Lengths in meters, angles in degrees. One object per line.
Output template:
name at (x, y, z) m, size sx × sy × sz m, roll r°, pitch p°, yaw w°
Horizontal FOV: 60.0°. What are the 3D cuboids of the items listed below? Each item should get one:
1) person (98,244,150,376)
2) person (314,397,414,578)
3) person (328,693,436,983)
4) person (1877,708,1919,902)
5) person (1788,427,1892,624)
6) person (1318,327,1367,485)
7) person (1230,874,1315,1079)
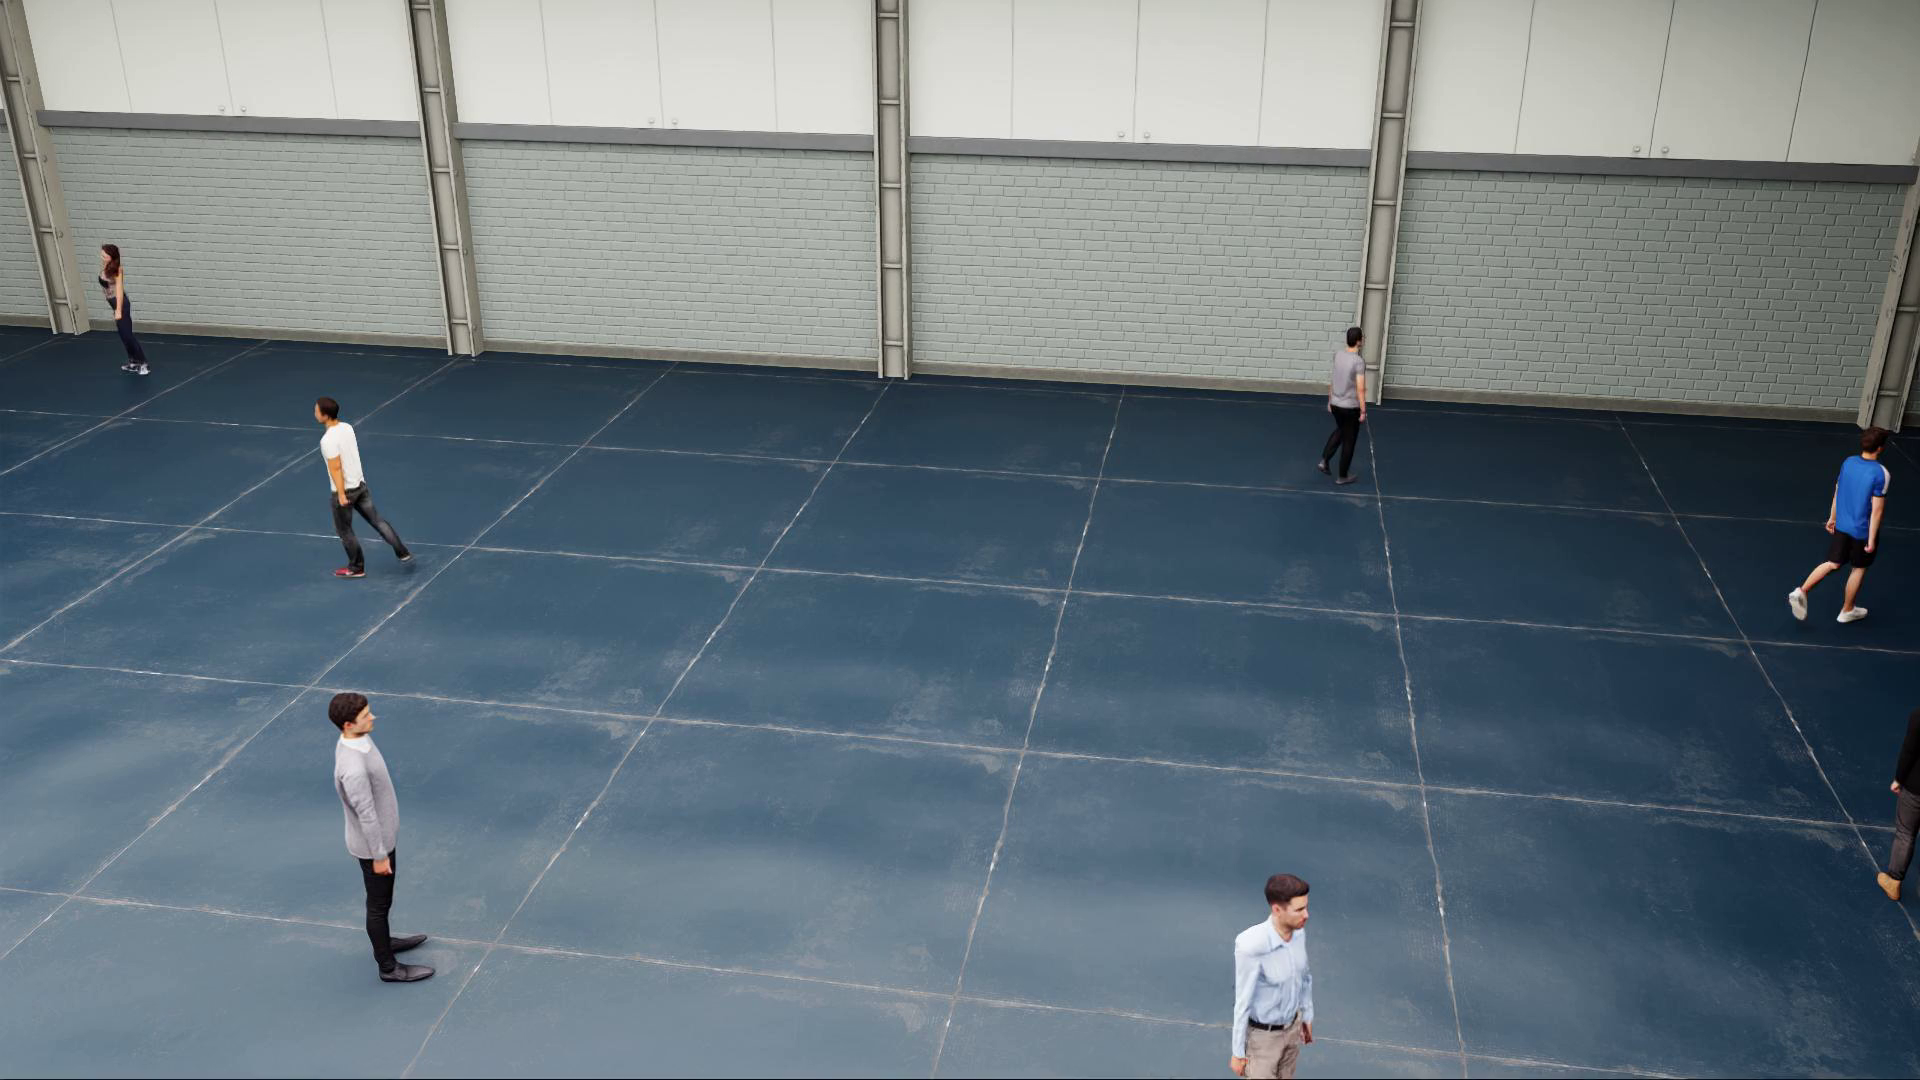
person at (-10.892, -3.016, 21.574) m, size 0.876 × 1.742 × 0.807 m, roll -9°, pitch 25°, yaw -20°
person at (-5.651, -0.478, 15.570) m, size 0.896 × 1.770 × 0.726 m, roll 5°, pitch 24°, yaw 12°
person at (-3.565, 1.780, 10.065) m, size 0.836 × 1.923 × 0.838 m, roll -9°, pitch 24°, yaw -19°
person at (6.341, 1.576, 10.802) m, size 0.536 × 1.722 × 0.742 m, roll 8°, pitch 24°, yaw 19°
person at (7.779, -0.099, 14.582) m, size 1.203 × 1.846 × 1.026 m, roll -9°, pitch 25°, yaw -20°
person at (4.085, -1.428, 17.843) m, size 0.863 × 1.740 × 0.805 m, roll -13°, pitch 26°, yaw -28°
person at (1.533, 2.486, 8.523) m, size 0.837 × 1.830 × 0.891 m, roll -19°, pitch 29°, yaw -37°
